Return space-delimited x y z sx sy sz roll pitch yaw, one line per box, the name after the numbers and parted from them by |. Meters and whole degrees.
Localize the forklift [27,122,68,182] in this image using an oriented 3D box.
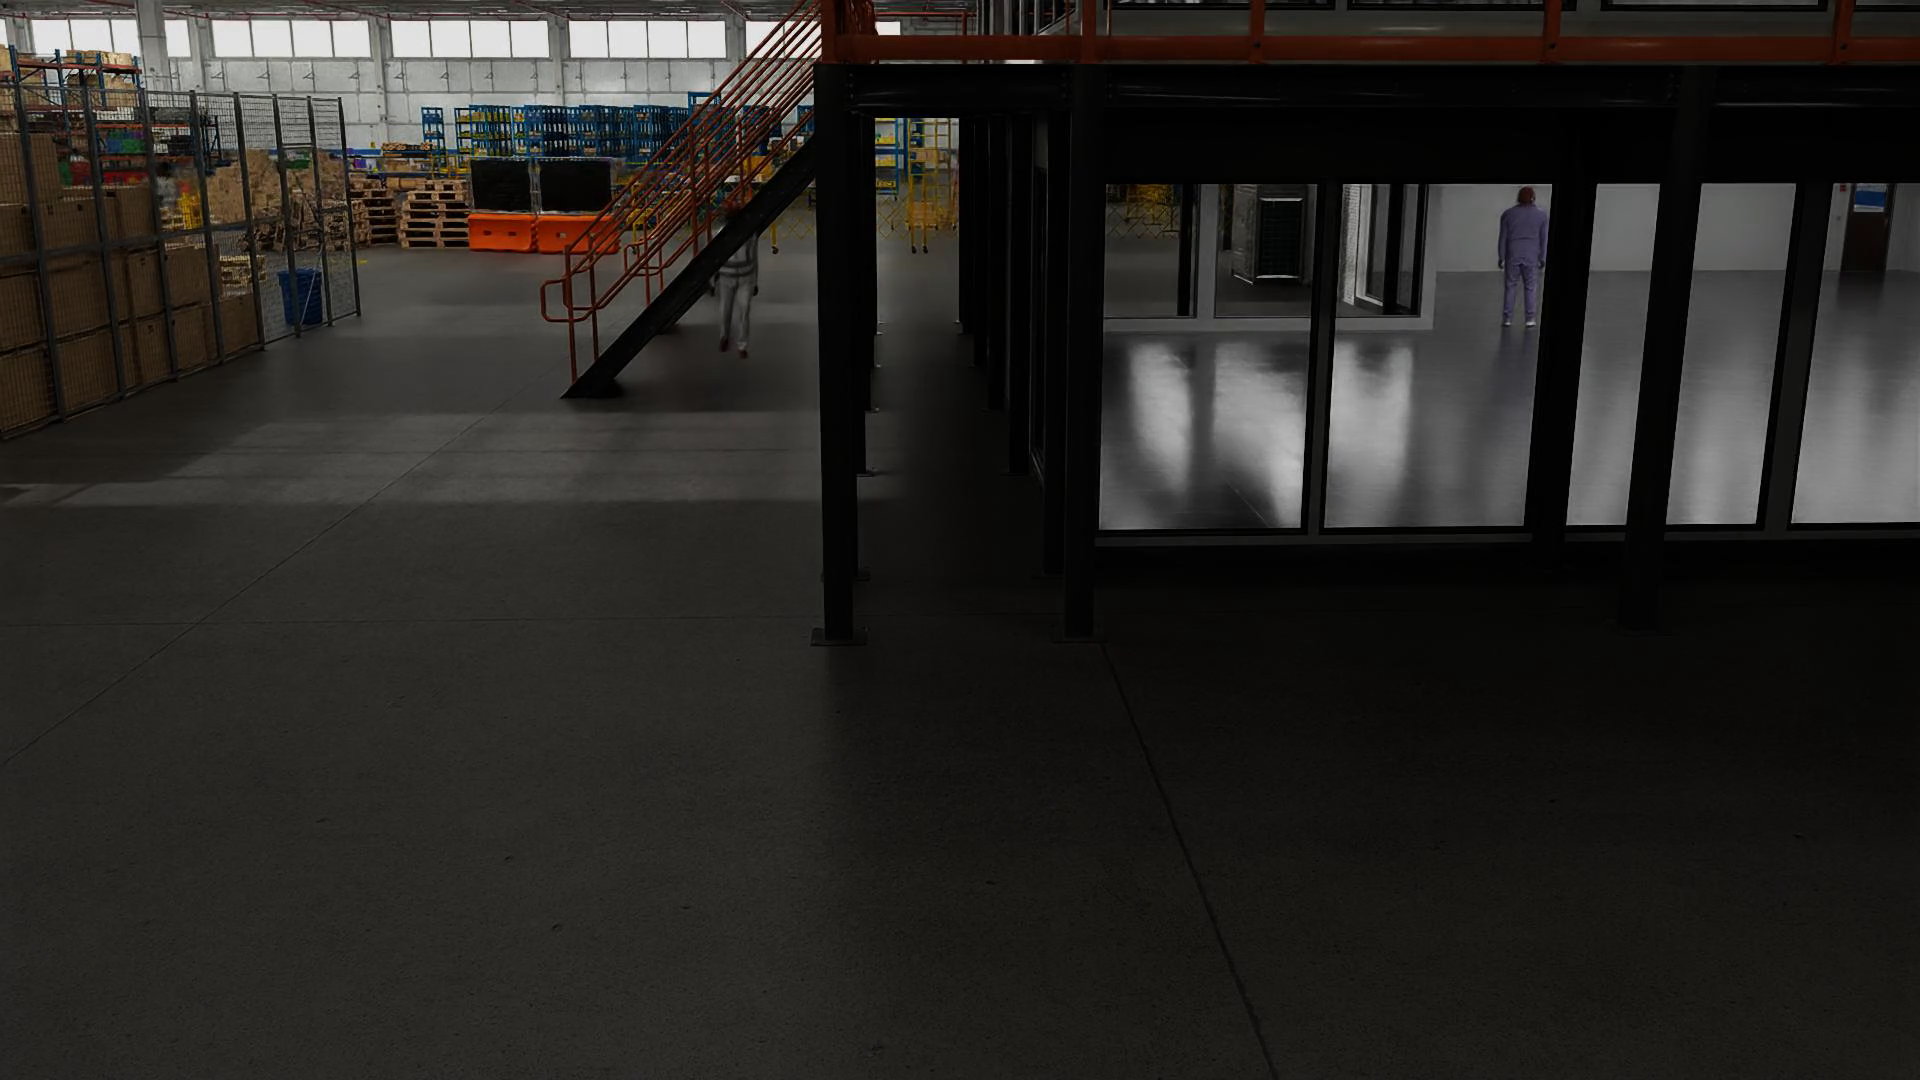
-35.376 -14.773 64.377 1.129 2.768 1.873 -1 14 -2 | forklift

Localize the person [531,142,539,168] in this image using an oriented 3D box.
-21.269 -19.060 83.405 0.400 1.944 0.618 7 16 27 | person

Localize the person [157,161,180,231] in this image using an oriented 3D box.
-17.837 -7.544 37.432 0.982 1.926 0.615 0 14 -1 | person

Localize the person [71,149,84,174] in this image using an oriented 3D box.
-39.463 -16.665 74.411 0.528 1.657 0.863 -7 16 -27 | person

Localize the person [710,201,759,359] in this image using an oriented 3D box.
-2.681 -3.085 19.747 0.587 1.863 0.604 -4 14 -14 | person

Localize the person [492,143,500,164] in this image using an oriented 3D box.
-23.354 -19.122 83.960 0.842 1.806 0.603 -4 15 -15 | person
